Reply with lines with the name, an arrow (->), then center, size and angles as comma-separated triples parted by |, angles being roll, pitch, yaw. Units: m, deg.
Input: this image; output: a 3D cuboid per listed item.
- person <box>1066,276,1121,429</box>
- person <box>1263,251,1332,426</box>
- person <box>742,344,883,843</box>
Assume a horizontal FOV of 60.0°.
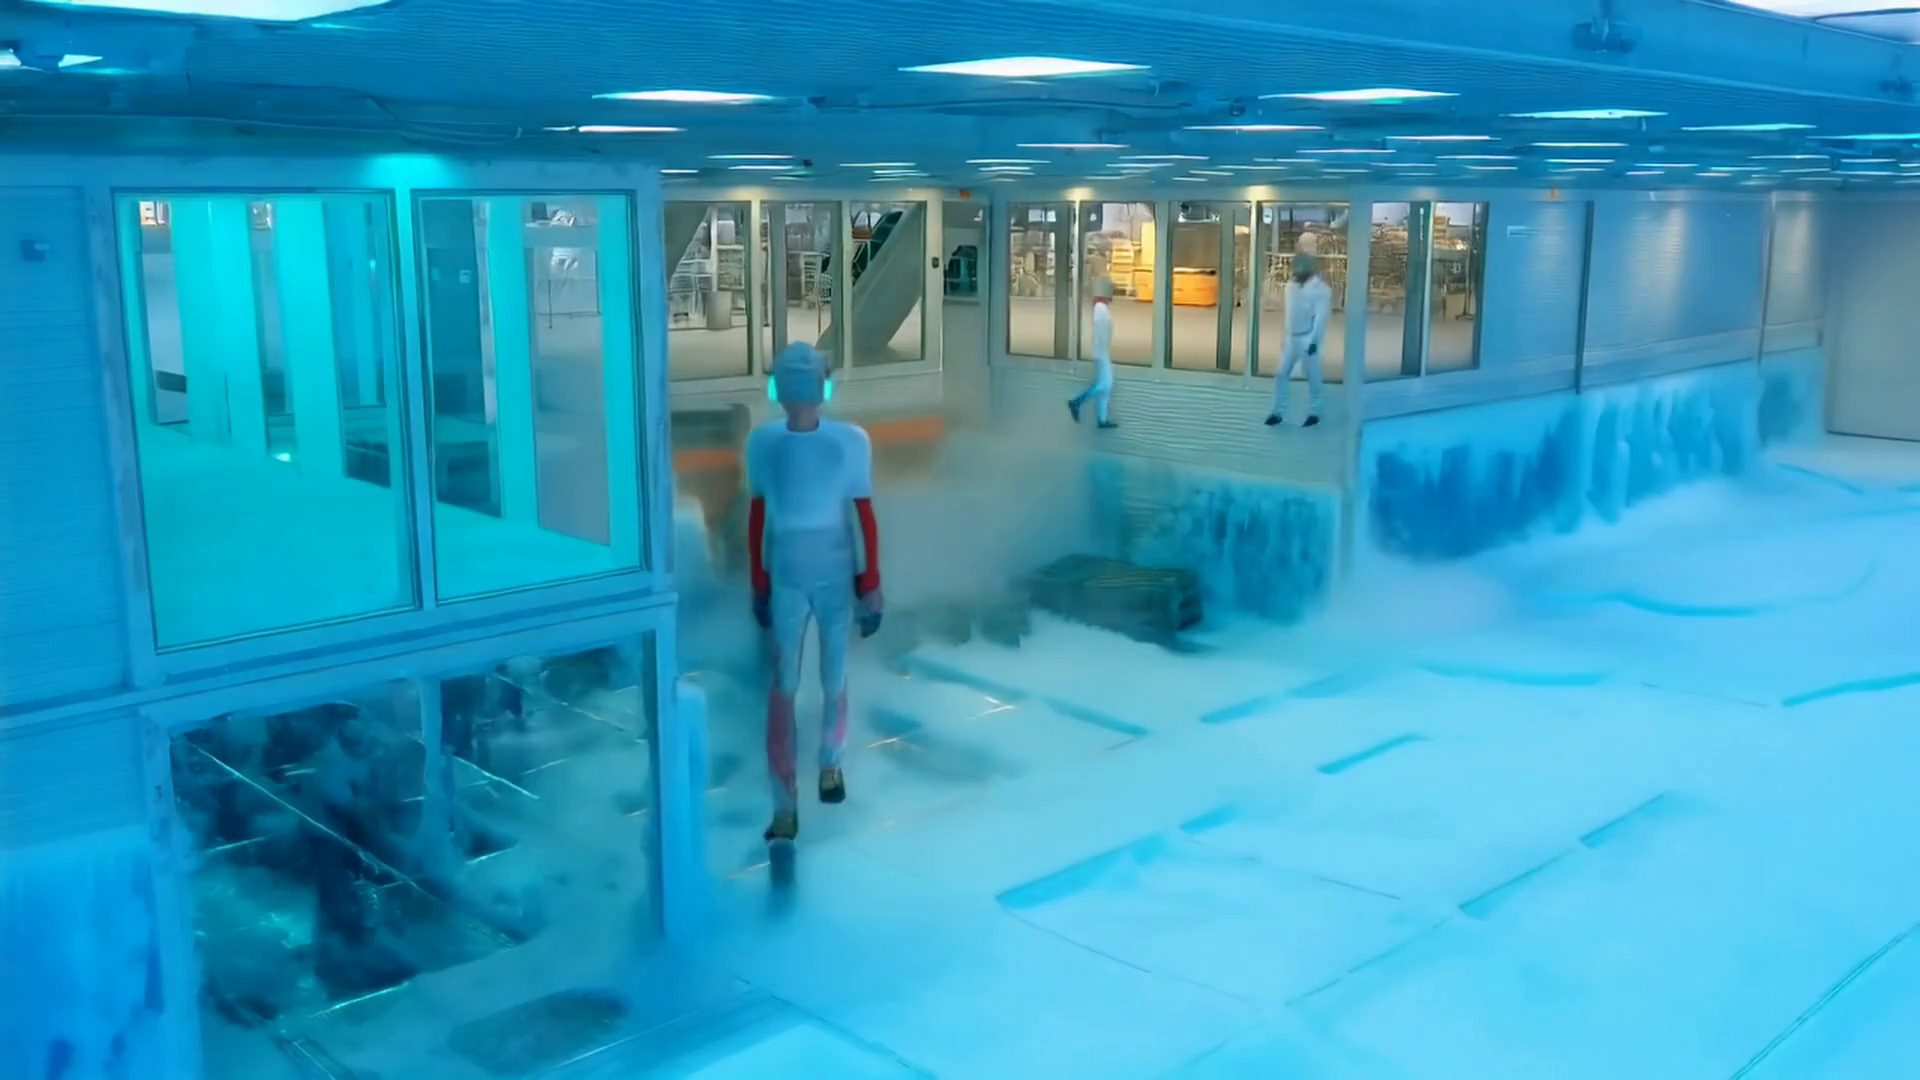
person -> 1.427, -1.970, 17.539 | 0.511, 1.614, 0.505 | 1, 11, 3
person -> 3.601, -2.113, 17.665 | 0.895, 1.865, 0.642 | -11, 15, -43
person -> -0.551, 0.193, 6.215 | 0.537, 1.831, 0.942 | 0, 11, 0
